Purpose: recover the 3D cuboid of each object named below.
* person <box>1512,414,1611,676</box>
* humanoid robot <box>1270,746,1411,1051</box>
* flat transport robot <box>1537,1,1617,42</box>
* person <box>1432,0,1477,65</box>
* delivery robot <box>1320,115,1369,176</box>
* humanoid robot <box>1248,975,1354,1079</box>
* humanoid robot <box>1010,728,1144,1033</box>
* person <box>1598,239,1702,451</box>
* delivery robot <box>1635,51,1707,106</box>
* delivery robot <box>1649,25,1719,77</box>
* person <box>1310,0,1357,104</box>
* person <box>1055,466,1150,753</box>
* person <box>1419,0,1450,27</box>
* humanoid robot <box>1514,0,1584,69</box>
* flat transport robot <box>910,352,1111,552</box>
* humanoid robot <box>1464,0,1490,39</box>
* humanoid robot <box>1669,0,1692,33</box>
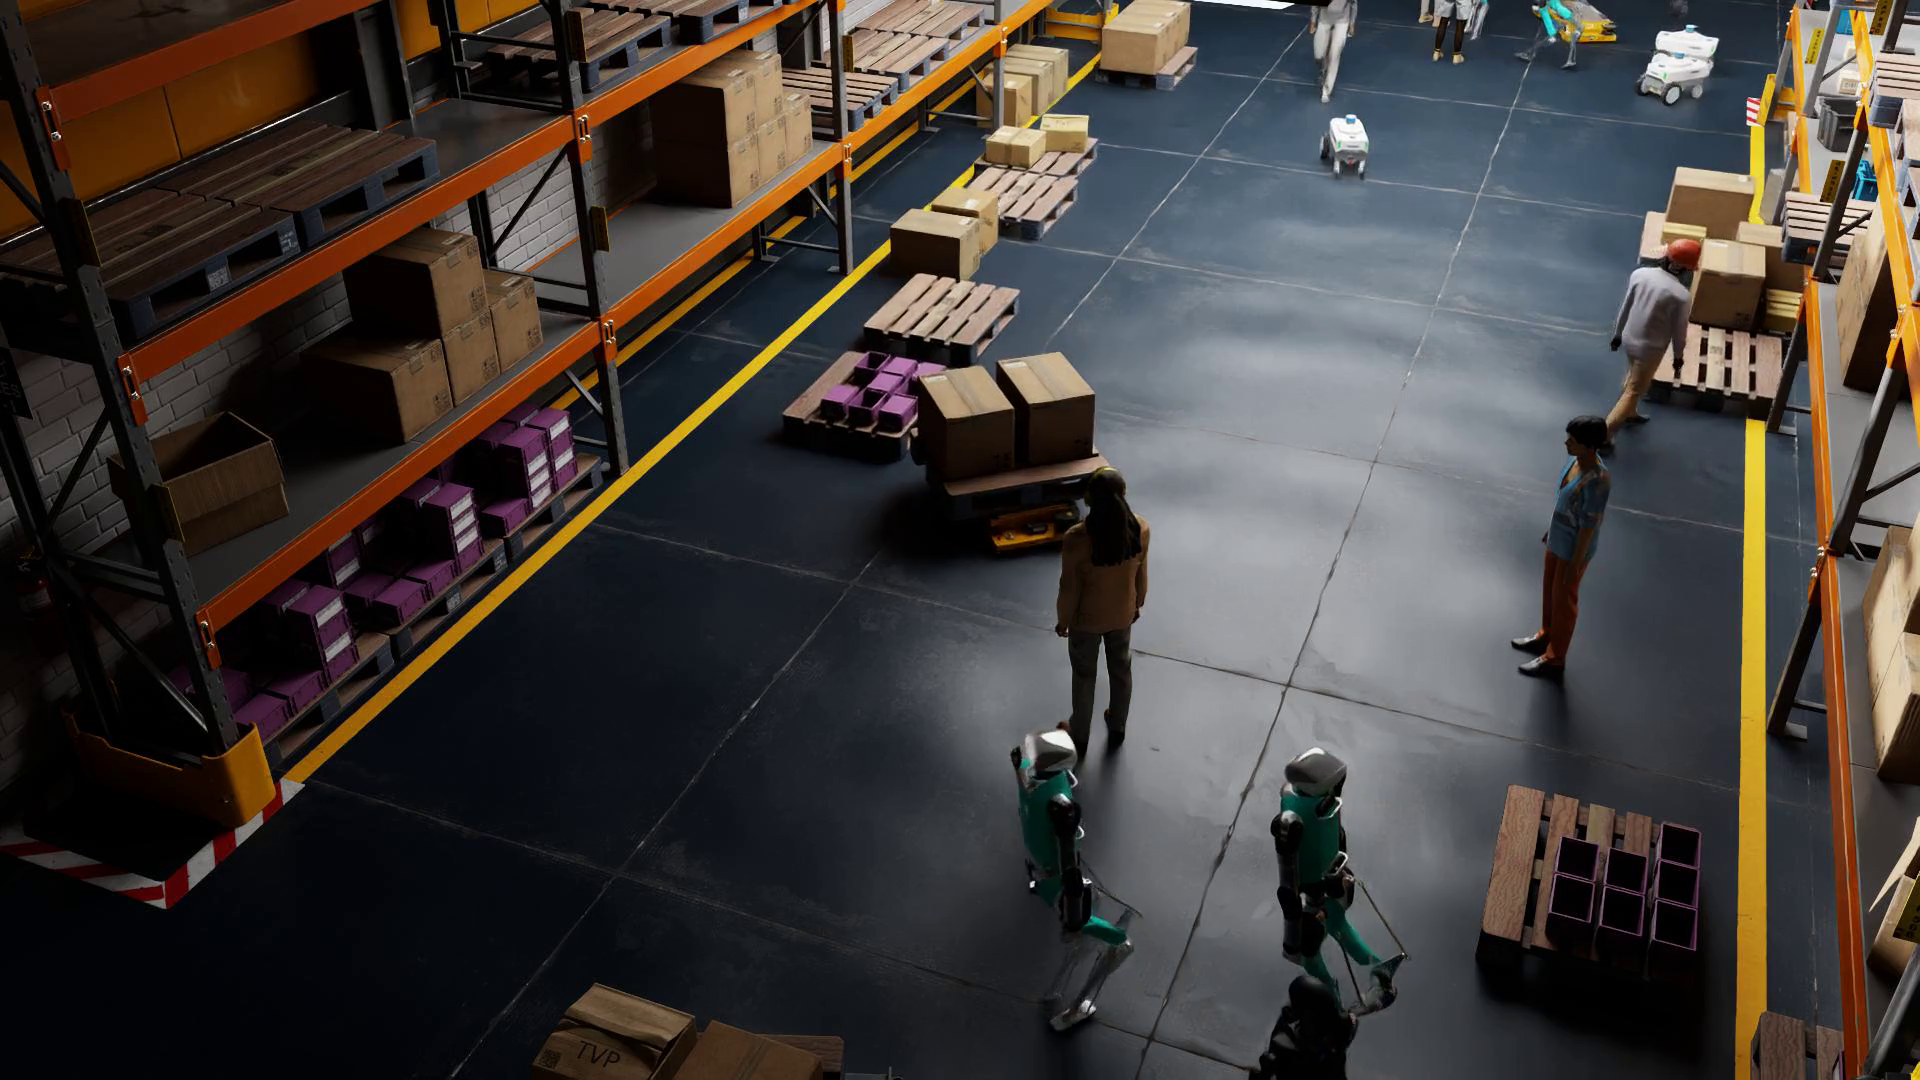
[{"bbox_3d":[3.706,0.027,10.180,0.339,1.759,0.499,1,33,2],"label":"person"},{"bbox_3d":[1.744,1.811,7.535,0.761,1.885,0.549,21,39,29],"label":"humanoid robot"},{"bbox_3d":[8.298,-7.012,22.444,0.659,0.231,1.431,0,33,-1],"label":"flat transport robot"},{"bbox_3d":[6.248,-6.841,20.865,0.532,1.693,0.320,22,39,30],"label":"person"},{"bbox_3d":[4.189,-4.291,17.972,0.499,0.597,0.801,2,33,3],"label":"delivery robot"},{"bbox_3d":[1.317,2.364,6.651,0.609,1.637,0.607,-21,38,-29],"label":"humanoid robot"},{"bbox_3d":[0.578,1.595,7.775,0.678,1.796,0.547,-12,35,-18],"label":"humanoid robot"},{"bbox_3d":[5.185,-1.497,12.592,0.732,1.688,0.564,-11,34,-16],"label":"person"},{"bbox_3d":[8.549,-5.548,19.911,0.781,0.591,0.499,-14,35,-21],"label":"delivery robot"},{"bbox_3d":[9.063,-6.137,20.844,0.817,0.614,0.499,16,36,23],"label":"delivery robot"},{"bbox_3d":[4.412,-6.155,19.640,0.539,1.880,0.611,10,34,15],"label":"person"},{"bbox_3d":[0.814,0.414,9.473,0.553,1.877,0.414,-12,35,-18],"label":"person"},{"bbox_3d":[6.470,-7.814,22.294,0.308,1.778,0.469,-19,37,-27],"label":"person"},{"bbox_3d":[7.463,-6.683,20.617,0.533,1.754,1.025,-24,40,-33],"label":"humanoid robot"},{"bbox_3d":[0.348,-0.394,12.202,0.659,0.231,1.431,-10,34,-15],"label":"flat transport robot"},{"bbox_3d":[6.862,-7.484,21.862,0.675,1.841,0.544,-28,42,-36],"label":"humanoid robot"},{"bbox_3d":[9.024,-6.788,20.795,0.326,1.651,0.598,7,34,11],"label":"humanoid robot"}]
